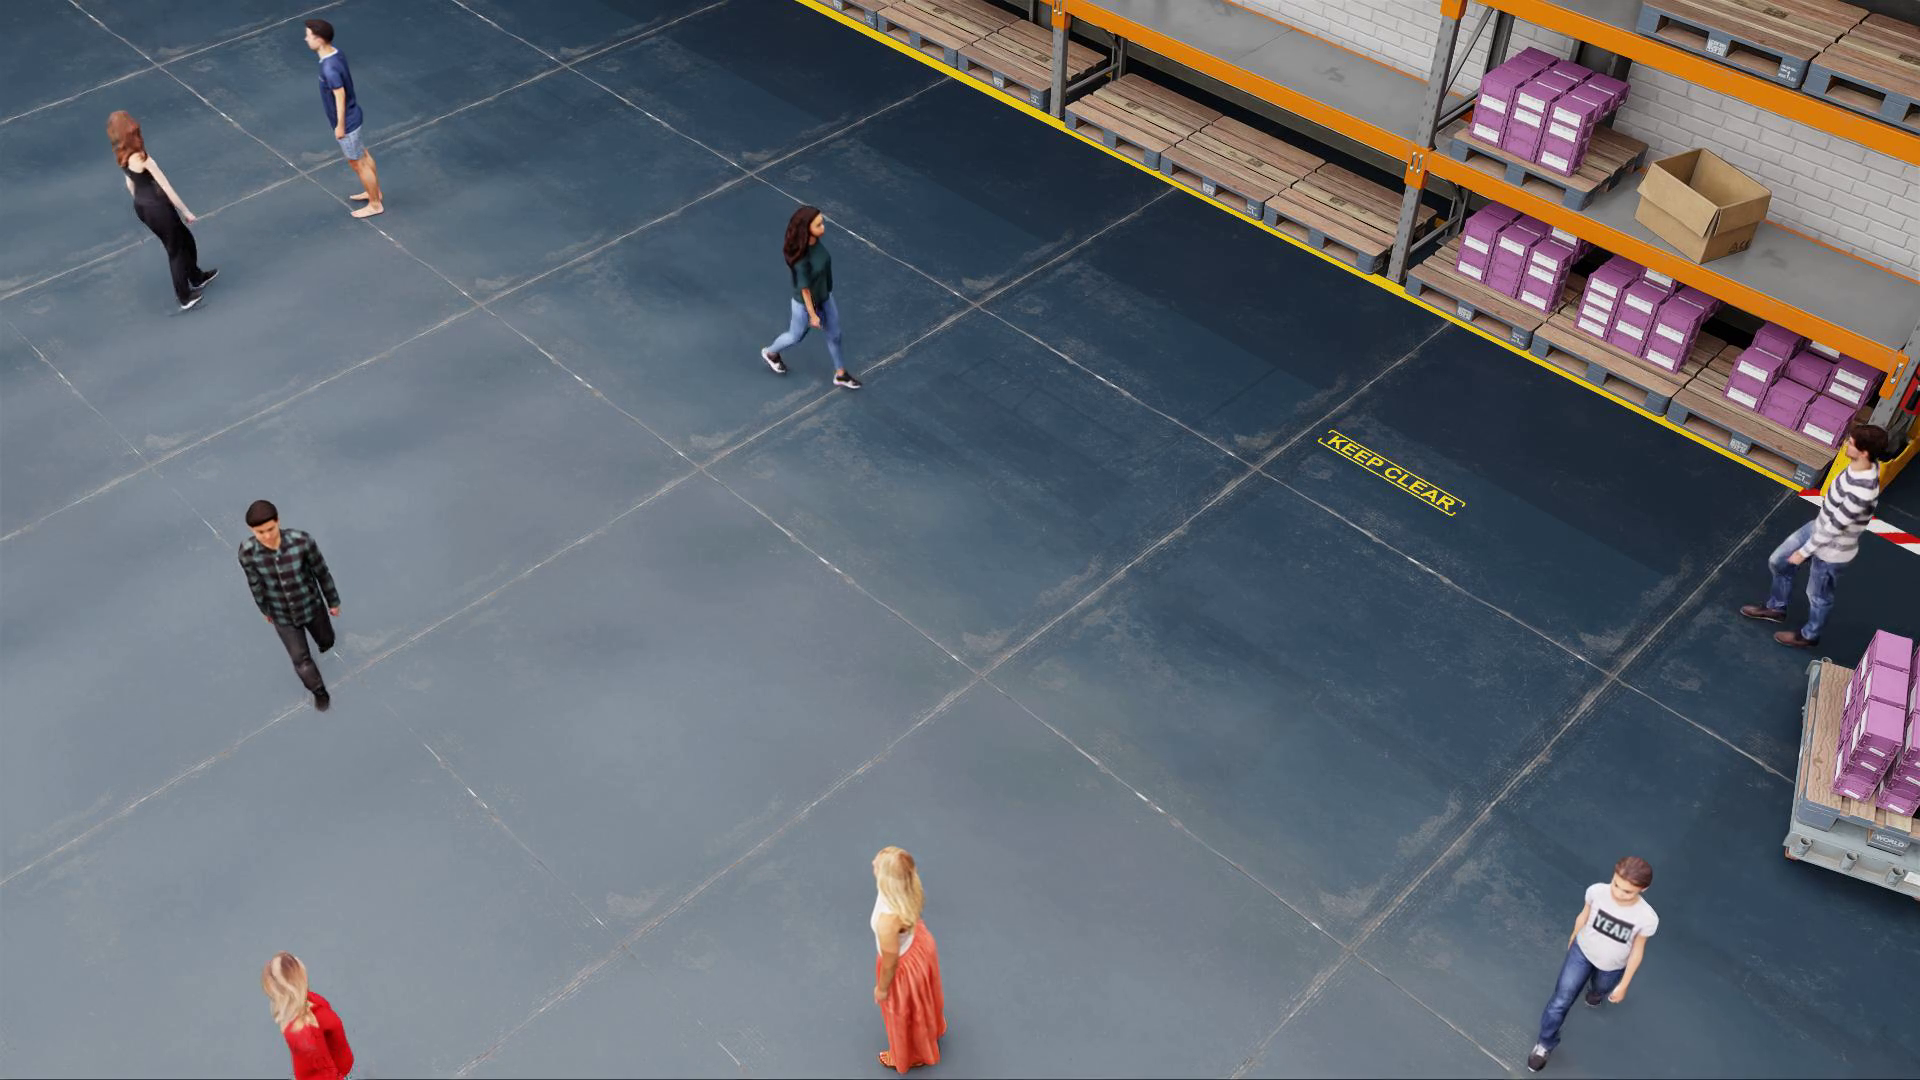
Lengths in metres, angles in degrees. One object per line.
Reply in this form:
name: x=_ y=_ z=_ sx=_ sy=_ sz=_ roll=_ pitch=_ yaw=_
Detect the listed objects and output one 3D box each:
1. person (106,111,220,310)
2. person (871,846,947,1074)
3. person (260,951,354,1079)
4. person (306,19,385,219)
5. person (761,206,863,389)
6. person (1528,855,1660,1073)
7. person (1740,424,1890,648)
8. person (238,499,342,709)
person: x=-6.656 y=-2.666 z=13.668 sx=0.742 sy=1.720 sz=0.763 roll=26 pitch=49 yaw=25
person: x=-0.293 y=2.152 z=8.552 sx=0.746 sy=1.801 sz=0.727 roll=10 pitch=45 yaw=10
person: x=-3.091 y=2.639 z=8.126 sx=0.841 sy=1.685 sz=0.516 roll=-20 pitch=47 yaw=-19
person: x=-5.427 y=-3.743 z=14.705 sx=0.775 sy=1.850 sz=0.674 roll=-8 pitch=44 yaw=-9
person: x=-1.234 y=-1.870 z=12.930 sx=1.167 sy=1.586 sz=0.867 roll=17 pitch=46 yaw=17
person: x=3.409 y=2.142 z=8.755 sx=1.003 sy=1.535 sz=0.710 roll=26 pitch=49 yaw=25
person: x=5.729 y=0.036 z=10.753 sx=0.875 sy=1.829 sz=0.807 roll=12 pitch=45 yaw=12
person: x=-4.268 y=0.362 z=10.646 sx=0.927 sy=1.690 sz=1.091 roll=-14 pitch=45 yaw=-15
